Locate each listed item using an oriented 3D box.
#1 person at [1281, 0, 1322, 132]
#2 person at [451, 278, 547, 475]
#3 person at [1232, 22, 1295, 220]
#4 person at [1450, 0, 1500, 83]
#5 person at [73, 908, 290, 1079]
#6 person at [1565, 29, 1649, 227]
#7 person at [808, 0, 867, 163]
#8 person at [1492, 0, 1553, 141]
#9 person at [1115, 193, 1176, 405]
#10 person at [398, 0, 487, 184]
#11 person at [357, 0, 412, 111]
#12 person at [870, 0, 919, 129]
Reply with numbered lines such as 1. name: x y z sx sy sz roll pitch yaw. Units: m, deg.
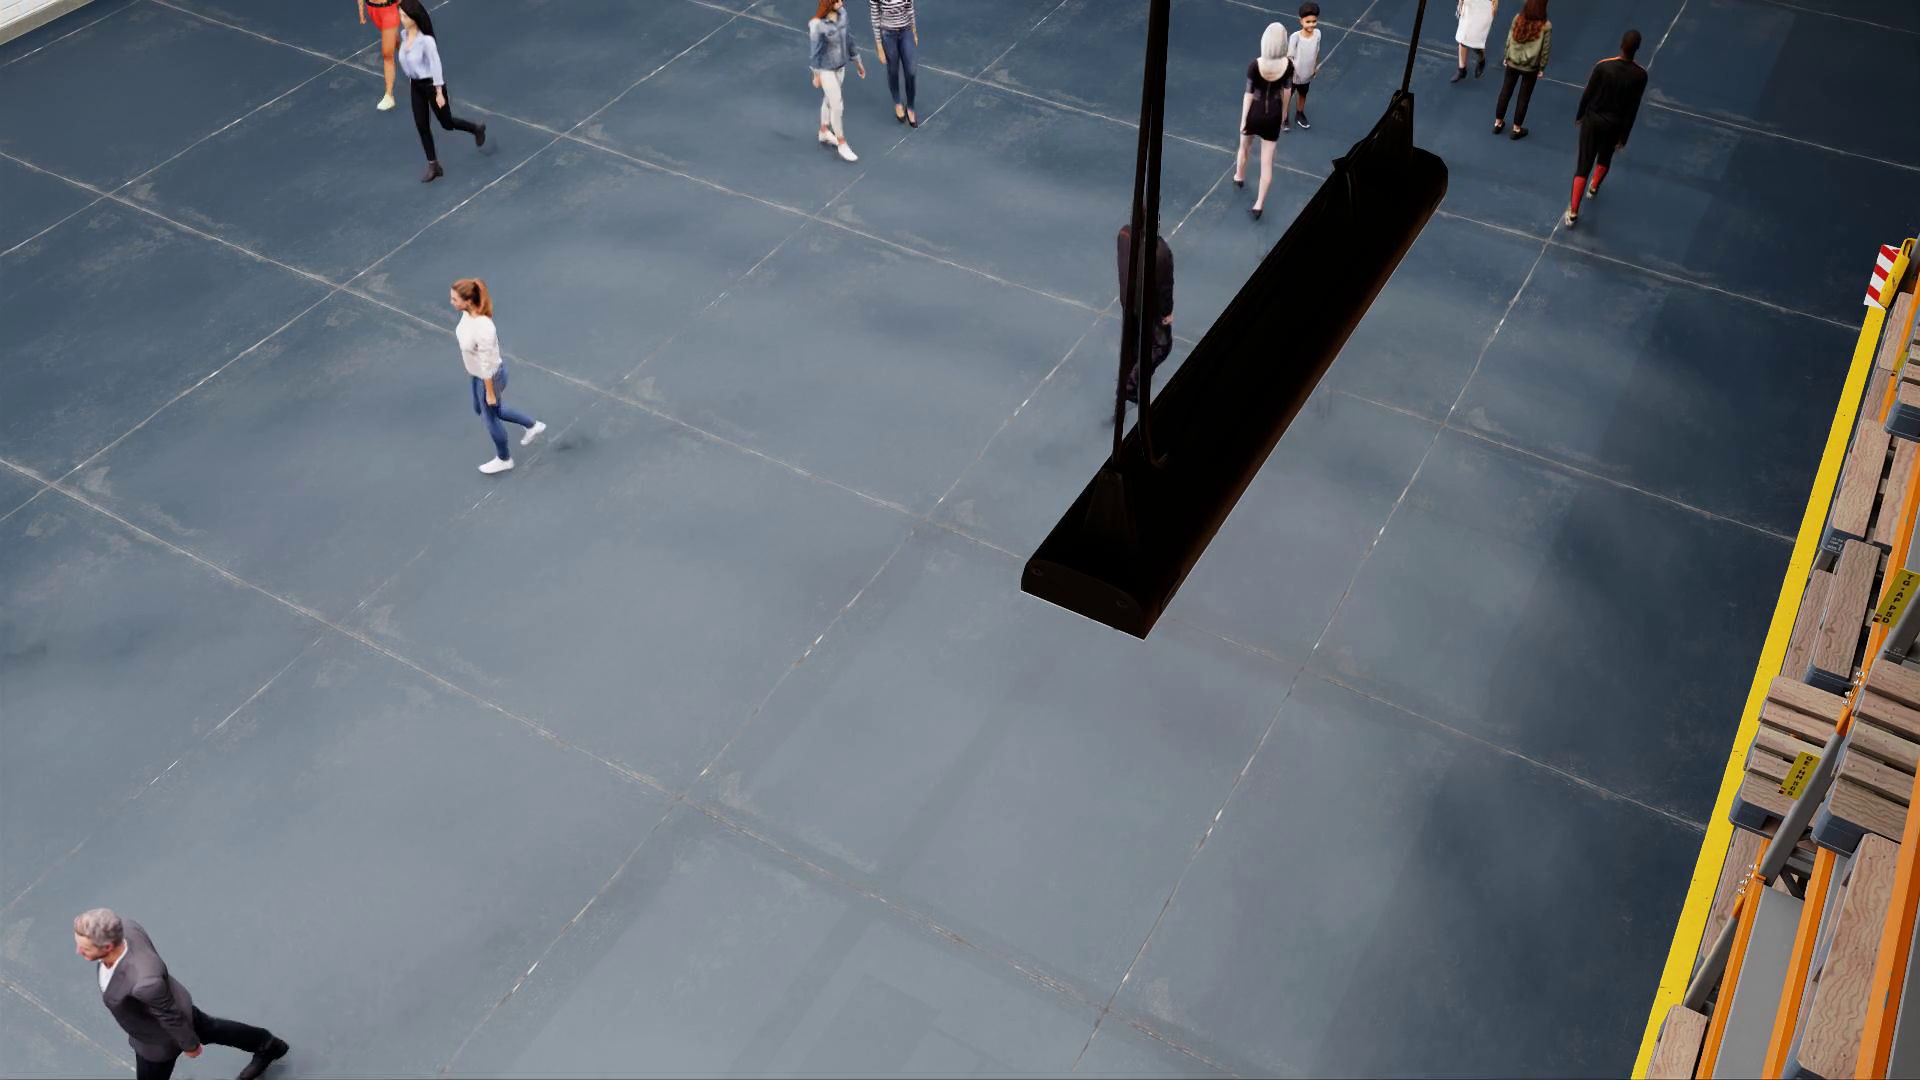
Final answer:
1. person: 3.318 -4.615 16.154 0.582 1.262 0.640 -9 44 -10
2. person: -3.391 -1.216 12.263 0.922 1.709 0.839 -16 46 -16
3. person: 2.714 -3.677 14.777 0.914 1.804 1.069 -2 44 -2
4. person: 5.237 -5.326 16.695 0.758 1.545 0.697 -29 51 -27
5. person: -3.970 2.388 8.420 1.336 1.790 1.056 -29 51 -27
6. person: 5.681 -3.608 14.728 0.759 1.770 1.113 13 45 14
7. person: -1.282 -4.470 15.703 0.731 1.674 0.802 26 49 25
8. person: 5.404 -4.566 15.947 0.606 1.476 0.547 29 51 27
9. person: 1.384 -1.820 12.809 0.961 1.830 0.909 -28 50 -26
10. person: -4.824 -4.179 15.363 0.718 1.721 1.054 27 50 25
11. person: -5.659 -5.242 16.461 0.827 1.746 1.227 9 44 9
12. person: -0.651 -4.831 16.017 0.784 1.764 0.846 -16 46 -16
